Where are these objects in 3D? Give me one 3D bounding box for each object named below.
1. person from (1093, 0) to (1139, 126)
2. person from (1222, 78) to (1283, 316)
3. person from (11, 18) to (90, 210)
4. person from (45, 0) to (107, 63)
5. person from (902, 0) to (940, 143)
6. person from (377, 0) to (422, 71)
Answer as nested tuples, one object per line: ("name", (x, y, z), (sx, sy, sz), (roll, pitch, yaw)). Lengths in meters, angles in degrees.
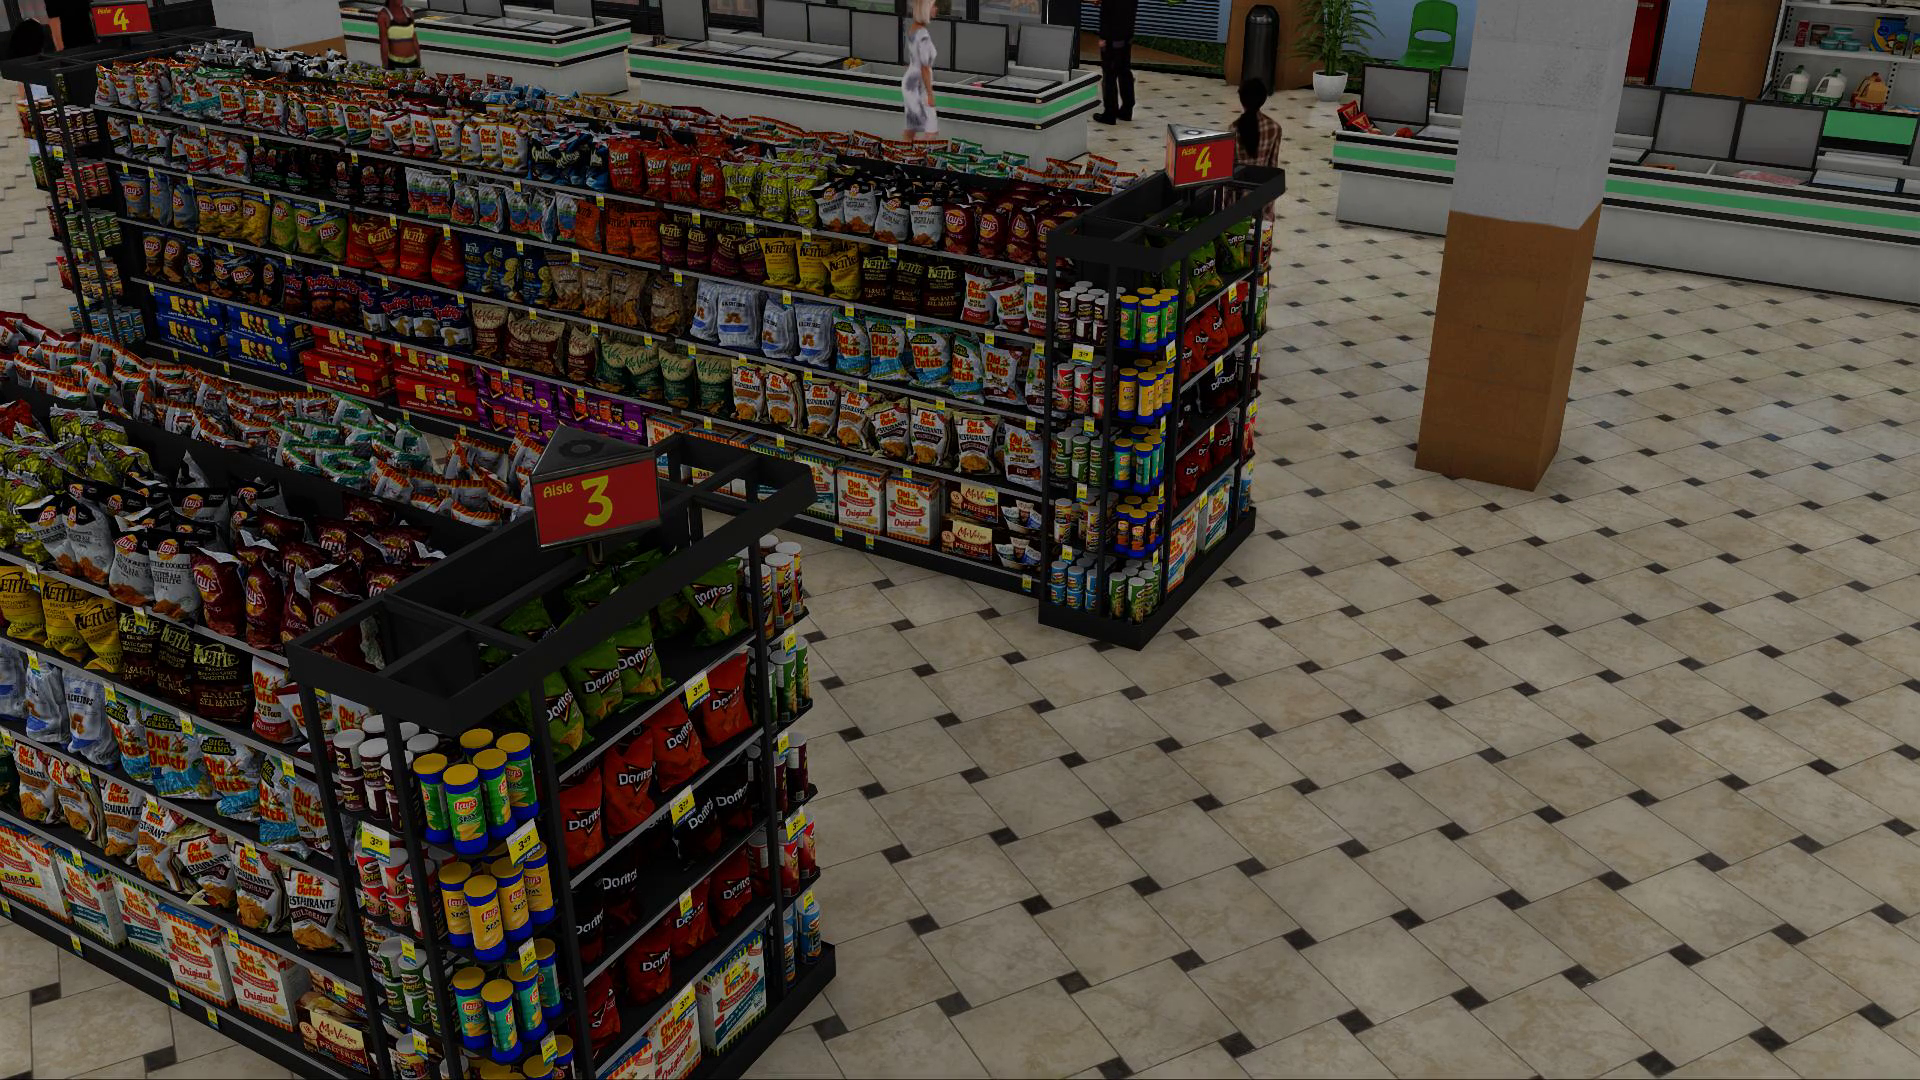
("person", (1.672, -5.349, 17.576), (0.636, 1.840, 0.744), (22, 34, 36))
("person", (2.055, -2.297, 11.644), (1.098, 1.763, 1.011), (-1, 27, -2))
("person", (-7.367, -3.280, 13.534), (0.902, 1.806, 0.960), (-6, 28, -12))
("person", (-8.726, -4.760, 16.401), (0.939, 1.853, 0.734), (12, 29, 22))
("person", (-0.400, -4.125, 15.273), (0.737, 1.741, 0.674), (-11, 29, -21))
("person", (-5.420, -4.510, 16.046), (1.119, 1.728, 0.756), (24, 35, 39))
